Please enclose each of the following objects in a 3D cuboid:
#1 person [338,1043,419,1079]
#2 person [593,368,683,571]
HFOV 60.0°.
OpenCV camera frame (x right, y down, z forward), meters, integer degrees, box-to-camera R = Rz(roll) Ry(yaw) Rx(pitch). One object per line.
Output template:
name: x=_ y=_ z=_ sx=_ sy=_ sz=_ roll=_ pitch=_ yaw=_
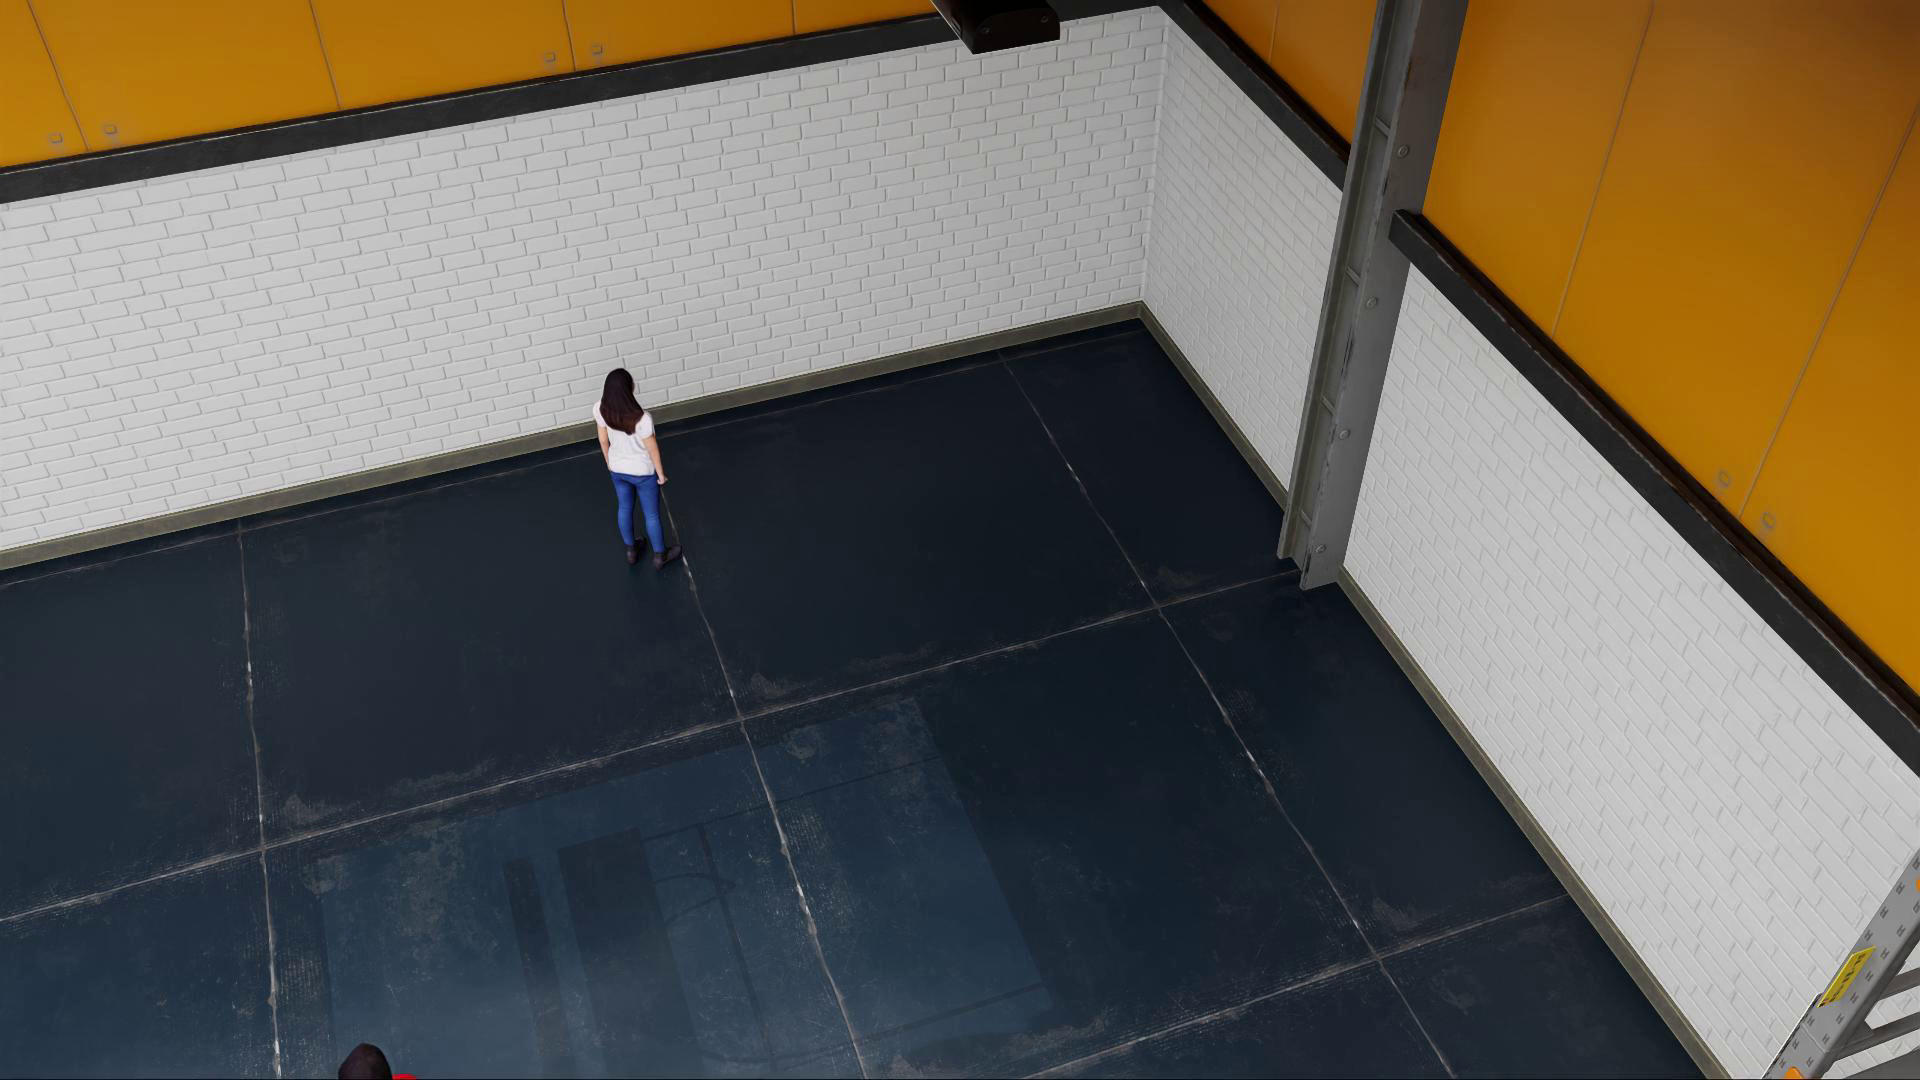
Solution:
person: x=-2.601 y=2.881 z=7.834 sx=0.587 sy=1.743 sz=0.524 roll=-10 pitch=44 yaw=-10
person: x=-2.237 y=-0.474 z=11.397 sx=0.681 sy=1.684 sz=0.728 roll=15 pitch=46 yaw=15
